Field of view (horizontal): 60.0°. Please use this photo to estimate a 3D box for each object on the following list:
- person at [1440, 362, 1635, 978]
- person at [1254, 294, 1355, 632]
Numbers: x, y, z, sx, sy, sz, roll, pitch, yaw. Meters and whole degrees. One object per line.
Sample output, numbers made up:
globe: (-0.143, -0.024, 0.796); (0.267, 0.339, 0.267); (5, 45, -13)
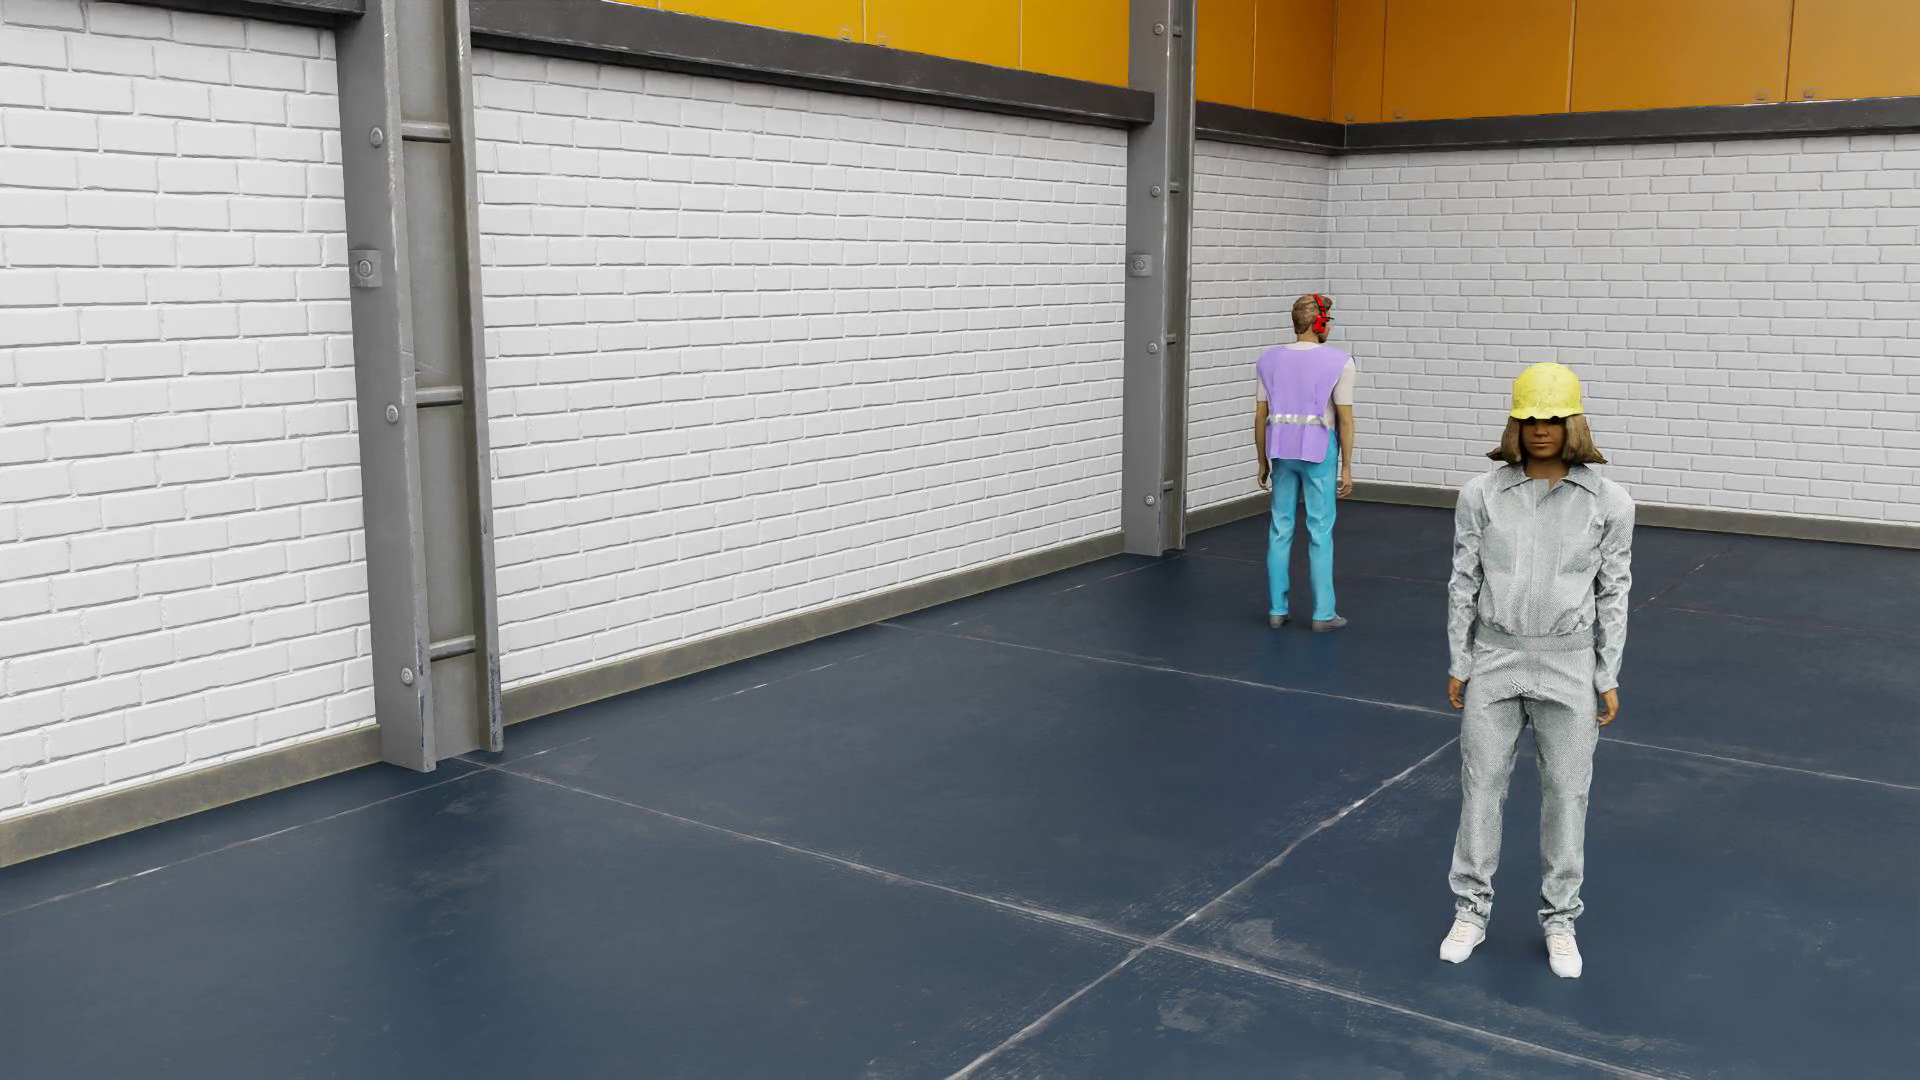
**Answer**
person: (1.625, 0.370, 4.720); (0.491, 1.744, 0.295); (4, 10, 21)
person: (1.871, -0.414, 9.098); (0.564, 1.841, 0.395); (6, 11, 33)
